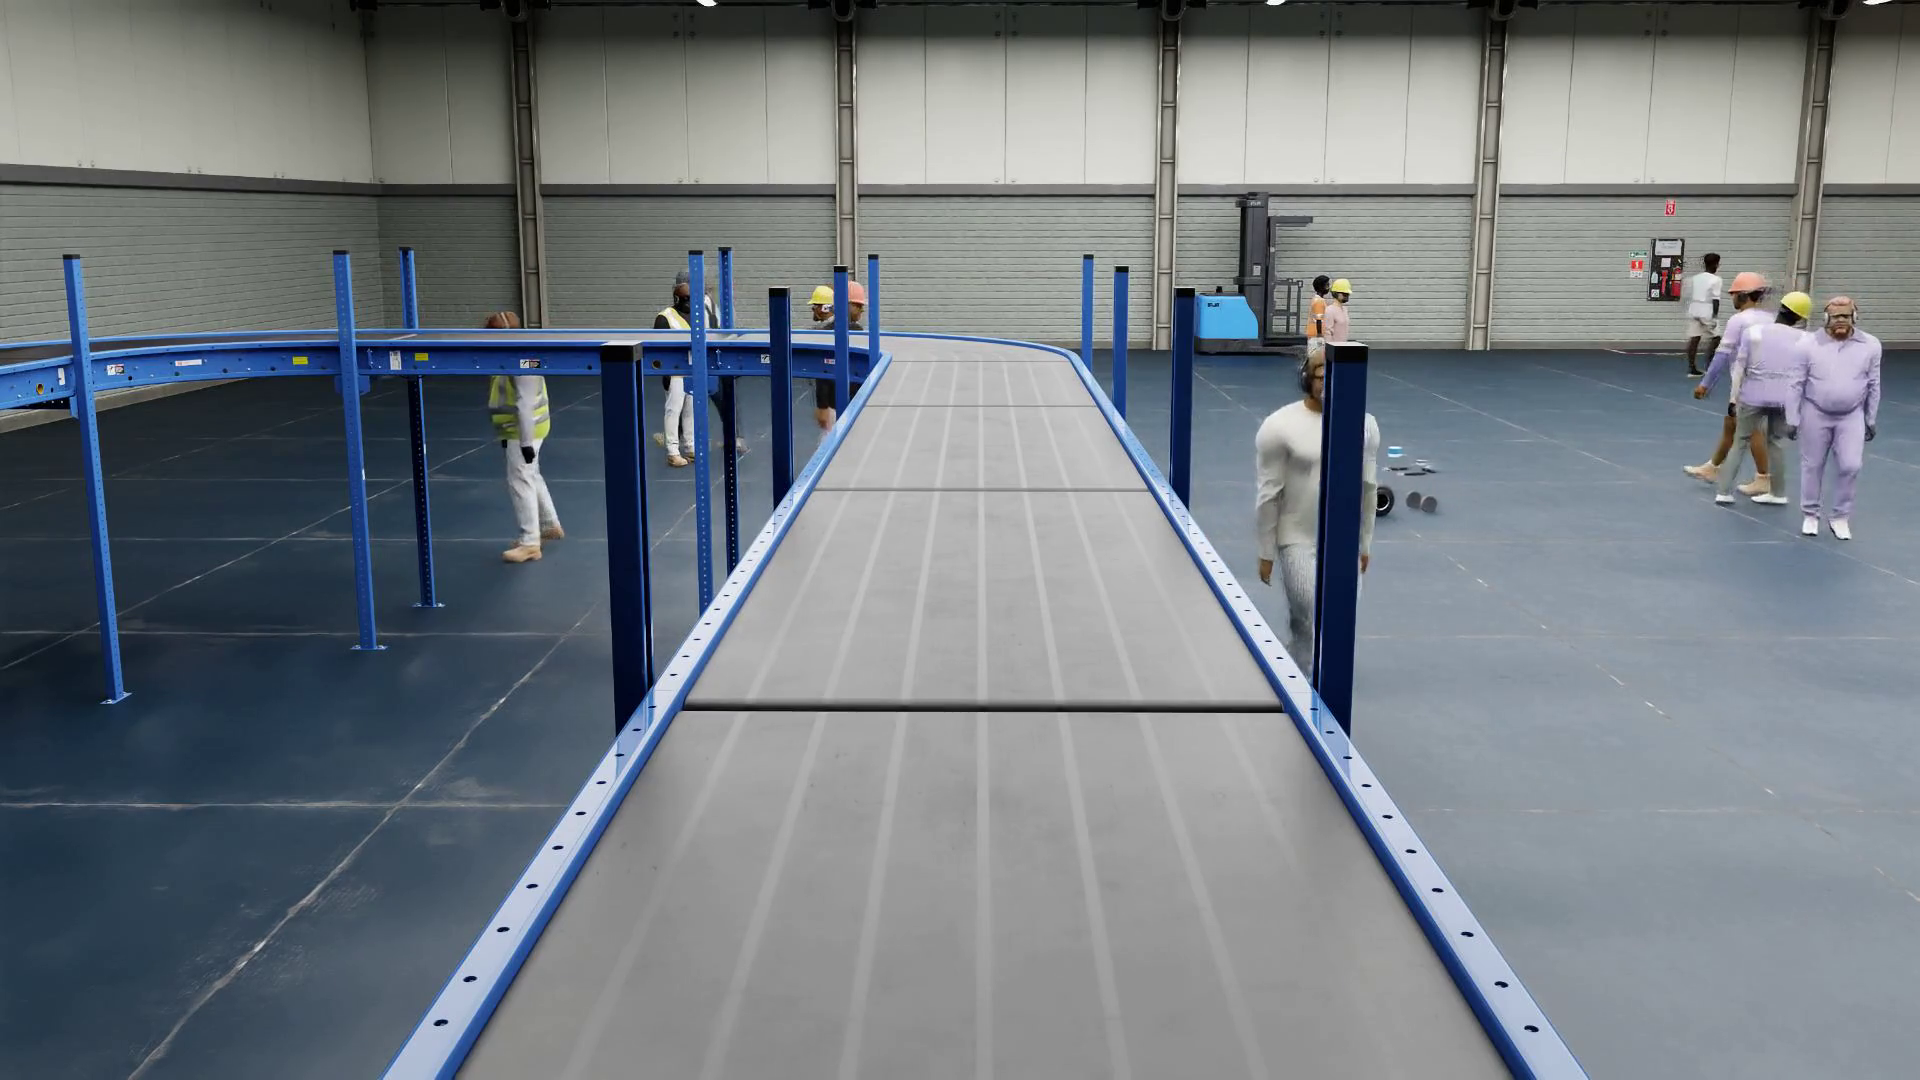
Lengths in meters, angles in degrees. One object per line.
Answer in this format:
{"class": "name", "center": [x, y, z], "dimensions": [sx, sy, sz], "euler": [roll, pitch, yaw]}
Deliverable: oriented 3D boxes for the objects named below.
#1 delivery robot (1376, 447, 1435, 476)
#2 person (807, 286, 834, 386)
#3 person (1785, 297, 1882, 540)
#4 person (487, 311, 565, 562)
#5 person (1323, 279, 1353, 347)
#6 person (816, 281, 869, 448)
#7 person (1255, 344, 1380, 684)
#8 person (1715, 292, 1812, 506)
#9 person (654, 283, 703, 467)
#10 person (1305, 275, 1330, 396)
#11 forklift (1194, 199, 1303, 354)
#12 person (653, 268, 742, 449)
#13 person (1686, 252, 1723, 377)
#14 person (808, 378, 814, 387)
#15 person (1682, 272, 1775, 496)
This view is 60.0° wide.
{"class": "delivery robot", "center": [3.721, -0.683, 14.262], "dimensions": [0.698, 0.223, 0.335], "euler": [-3, 11, -13]}
{"class": "person", "center": [-1.310, -1.568, 16.319], "dimensions": [0.404, 1.830, 0.600], "euler": [-3, 11, -13]}
{"class": "person", "center": [6.804, -0.944, 12.981], "dimensions": [0.673, 1.881, 0.662], "euler": [4, 12, 19]}
{"class": "person", "center": [-3.213, -0.786, 12.356], "dimensions": [0.538, 1.819, 0.806], "euler": [-4, 12, -18]}
{"class": "person", "center": [4.545, -2.257, 20.039], "dimensions": [0.329, 1.765, 0.533], "euler": [8, 13, 35]}
{"class": "person", "center": [-0.935, -1.141, 13.781], "dimensions": [0.545, 1.974, 0.676], "euler": [7, 13, 32]}
{"class": "person", "center": [1.684, 0.010, 8.002], "dimensions": [0.633, 1.919, 0.738], "euler": [-3, 11, -15]}
{"class": "person", "center": [7.004, -1.216, 14.427], "dimensions": [0.654, 1.867, 0.390], "euler": [3, 11, 14]}
{"class": "person", "center": [-2.796, -1.684, 16.913], "dimensions": [0.429, 1.837, 0.621], "euler": [8, 14, 35]}
{"class": "person", "center": [4.988, -2.832, 23.165], "dimensions": [0.317, 1.695, 0.537], "euler": [2, 11, 8]}
{"class": "forklift", "center": [5.313, -4.851, 30.603], "dimensions": [1.873, 2.768, 1.129], "euler": [0, 11, 1]}
{"class": "person", "center": [-2.829, -1.961, 17.912], "dimensions": [1.061, 2.000, 0.717], "euler": [5, 12, 24]}
{"class": "person", "center": [11.764, -3.537, 26.160], "dimensions": [0.659, 1.945, 0.608], "euler": [-6, 12, -28]}
{"class": "person", "center": [-1.286, -1.647, 17.104], "dimensions": [0.460, 1.691, 0.541], "euler": [4, 12, 22]}
{"class": "person", "center": [7.079, -1.432, 15.209], "dimensions": [0.626, 1.993, 1.019], "euler": [-9, 14, -39]}
